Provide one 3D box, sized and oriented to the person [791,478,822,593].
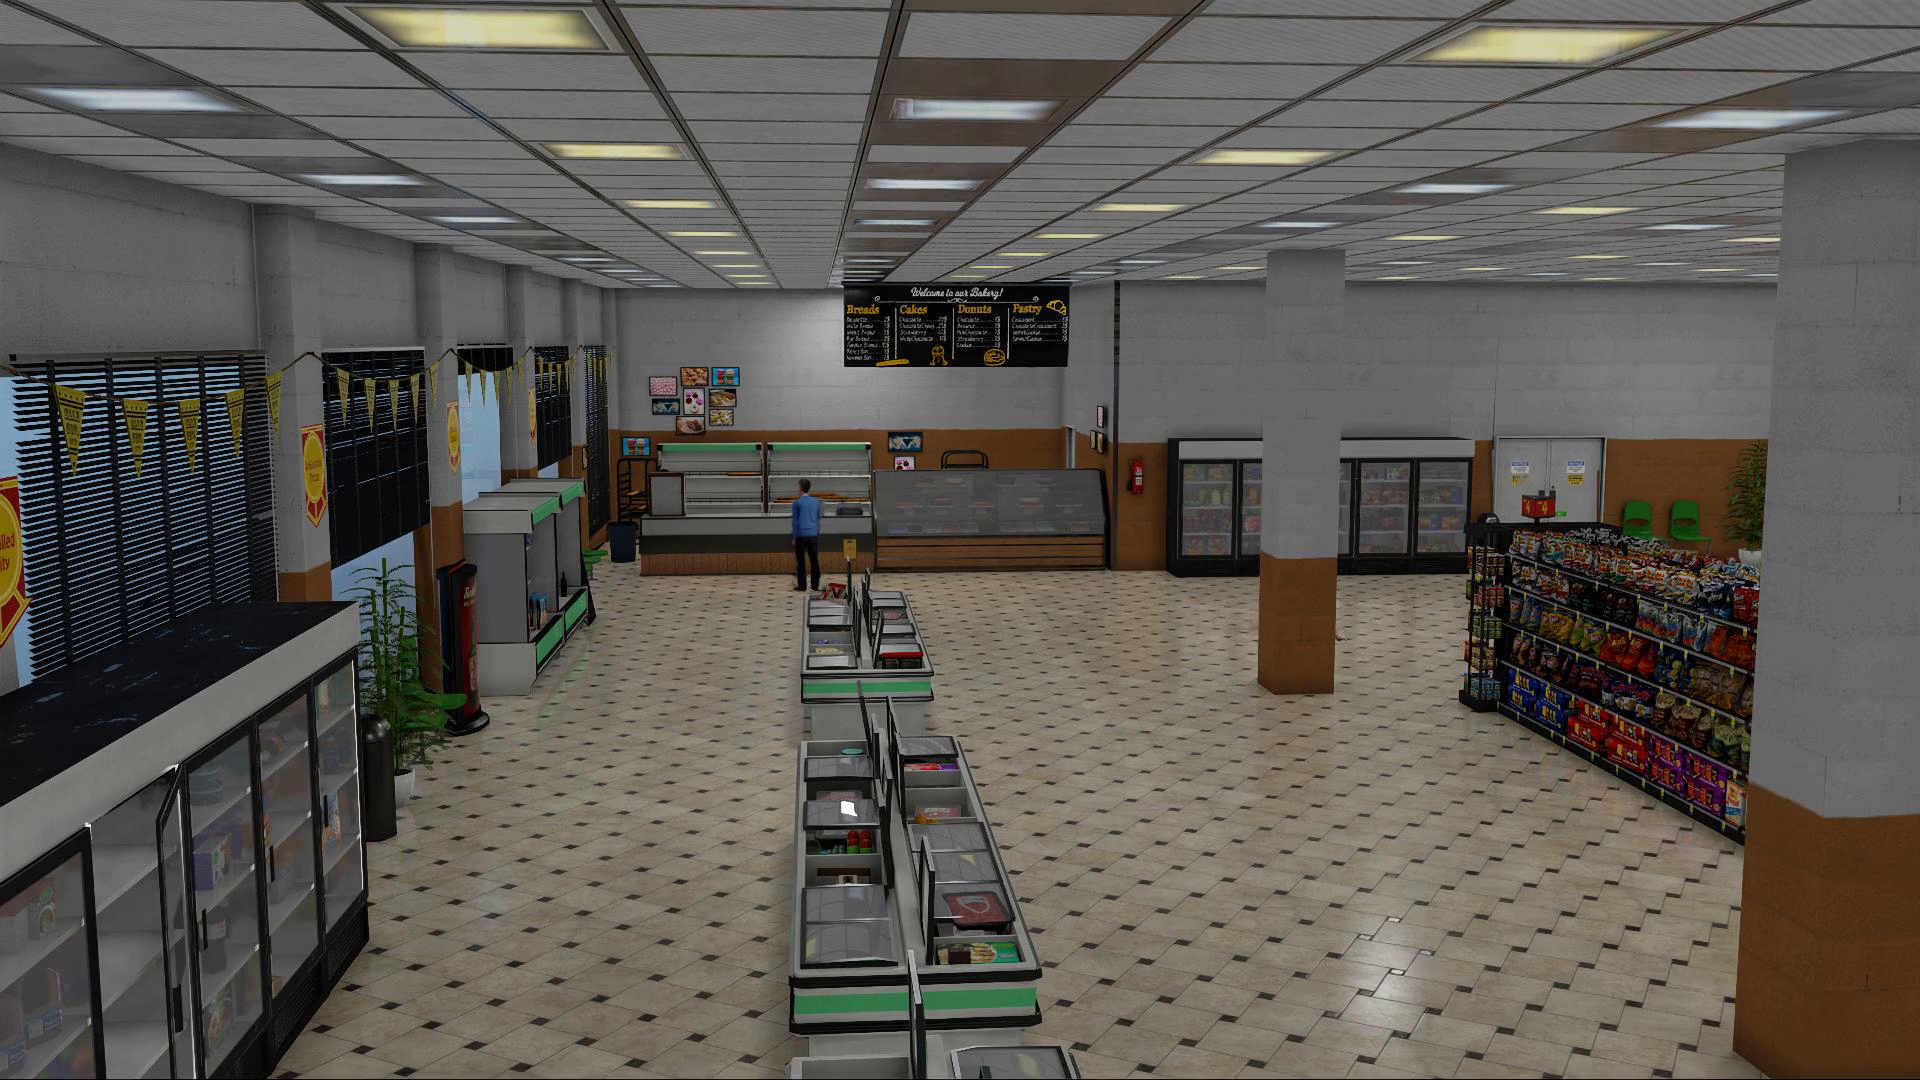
[{"bbox_3d":[-2.442,-0.088,26.485,0.739,1.820,0.727,-4,8,-31],"label":"person"}]
